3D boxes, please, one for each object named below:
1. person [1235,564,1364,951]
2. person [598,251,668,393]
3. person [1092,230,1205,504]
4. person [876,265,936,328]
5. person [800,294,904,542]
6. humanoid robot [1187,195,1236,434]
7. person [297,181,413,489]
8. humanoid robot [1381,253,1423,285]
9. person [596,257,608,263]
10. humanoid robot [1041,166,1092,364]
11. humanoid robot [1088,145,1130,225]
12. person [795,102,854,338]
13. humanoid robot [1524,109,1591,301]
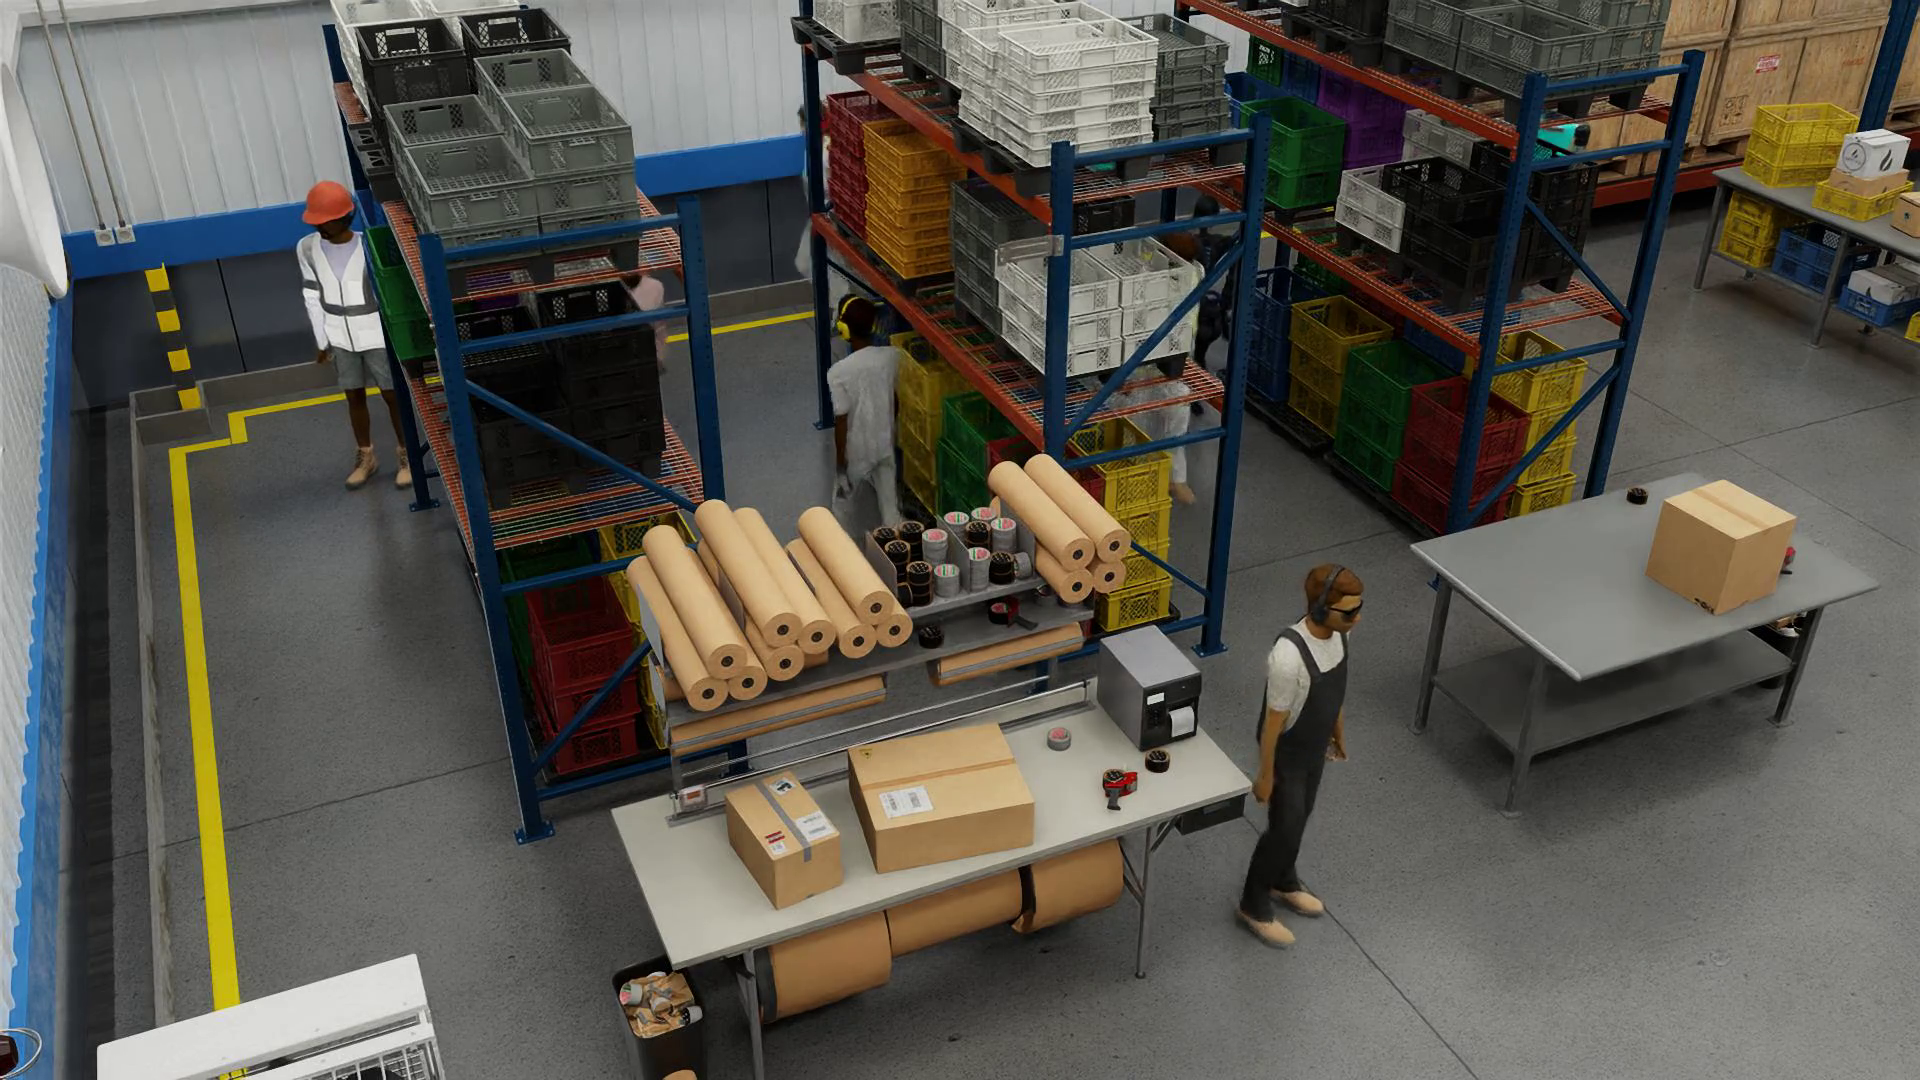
[{"bbox_3d":[1.440,0.899,7.013,0.369,1.837,0.535,24,39,34],"label":"person"},{"bbox_3d":[-2.095,-1.122,10.397,0.538,1.733,0.634,-20,37,-30],"label":"person"},{"bbox_3d":[1.179,-1.180,10.456,0.632,1.782,0.930,-18,36,-26],"label":"person"},{"bbox_3d":[-0.396,-2.128,11.870,0.668,1.896,0.632,-12,34,-19],"label":"person"},{"bbox_3d":[-0.576,-0.532,9.350,0.545,1.822,0.965,-21,37,-30],"label":"person"},{"bbox_3d":[1.518,-1.513,11.111,0.619,1.636,0.604,-8,32,-12],"label":"humanoid robot"},{"bbox_3d":[-3.719,-1.248,10.310,0.607,2.040,0.391,2,32,3],"label":"person"},{"bbox_3d":[3.339,-2.151,12.146,0.601,1.630,0.713,-21,37,-30],"label":"humanoid robot"},{"bbox_3d":[-2.612,-1.718,11.357,0.484,1.738,0.304,-25,40,-34],"label":"person"},{"bbox_3d":[0.545,-1.958,11.759,0.537,1.812,0.662,-25,39,-34],"label":"humanoid robot"},{"bbox_3d":[0.854,-2.460,12.589,0.988,1.772,0.530,-20,37,-29],"label":"humanoid robot"},{"bbox_3d":[-0.984,-2.356,12.319,0.461,1.819,0.571,-16,35,-24],"label":"person"},{"bbox_3d":[4.438,-2.629,12.841,0.562,1.766,0.780,8,33,13],"label":"humanoid robot"}]
